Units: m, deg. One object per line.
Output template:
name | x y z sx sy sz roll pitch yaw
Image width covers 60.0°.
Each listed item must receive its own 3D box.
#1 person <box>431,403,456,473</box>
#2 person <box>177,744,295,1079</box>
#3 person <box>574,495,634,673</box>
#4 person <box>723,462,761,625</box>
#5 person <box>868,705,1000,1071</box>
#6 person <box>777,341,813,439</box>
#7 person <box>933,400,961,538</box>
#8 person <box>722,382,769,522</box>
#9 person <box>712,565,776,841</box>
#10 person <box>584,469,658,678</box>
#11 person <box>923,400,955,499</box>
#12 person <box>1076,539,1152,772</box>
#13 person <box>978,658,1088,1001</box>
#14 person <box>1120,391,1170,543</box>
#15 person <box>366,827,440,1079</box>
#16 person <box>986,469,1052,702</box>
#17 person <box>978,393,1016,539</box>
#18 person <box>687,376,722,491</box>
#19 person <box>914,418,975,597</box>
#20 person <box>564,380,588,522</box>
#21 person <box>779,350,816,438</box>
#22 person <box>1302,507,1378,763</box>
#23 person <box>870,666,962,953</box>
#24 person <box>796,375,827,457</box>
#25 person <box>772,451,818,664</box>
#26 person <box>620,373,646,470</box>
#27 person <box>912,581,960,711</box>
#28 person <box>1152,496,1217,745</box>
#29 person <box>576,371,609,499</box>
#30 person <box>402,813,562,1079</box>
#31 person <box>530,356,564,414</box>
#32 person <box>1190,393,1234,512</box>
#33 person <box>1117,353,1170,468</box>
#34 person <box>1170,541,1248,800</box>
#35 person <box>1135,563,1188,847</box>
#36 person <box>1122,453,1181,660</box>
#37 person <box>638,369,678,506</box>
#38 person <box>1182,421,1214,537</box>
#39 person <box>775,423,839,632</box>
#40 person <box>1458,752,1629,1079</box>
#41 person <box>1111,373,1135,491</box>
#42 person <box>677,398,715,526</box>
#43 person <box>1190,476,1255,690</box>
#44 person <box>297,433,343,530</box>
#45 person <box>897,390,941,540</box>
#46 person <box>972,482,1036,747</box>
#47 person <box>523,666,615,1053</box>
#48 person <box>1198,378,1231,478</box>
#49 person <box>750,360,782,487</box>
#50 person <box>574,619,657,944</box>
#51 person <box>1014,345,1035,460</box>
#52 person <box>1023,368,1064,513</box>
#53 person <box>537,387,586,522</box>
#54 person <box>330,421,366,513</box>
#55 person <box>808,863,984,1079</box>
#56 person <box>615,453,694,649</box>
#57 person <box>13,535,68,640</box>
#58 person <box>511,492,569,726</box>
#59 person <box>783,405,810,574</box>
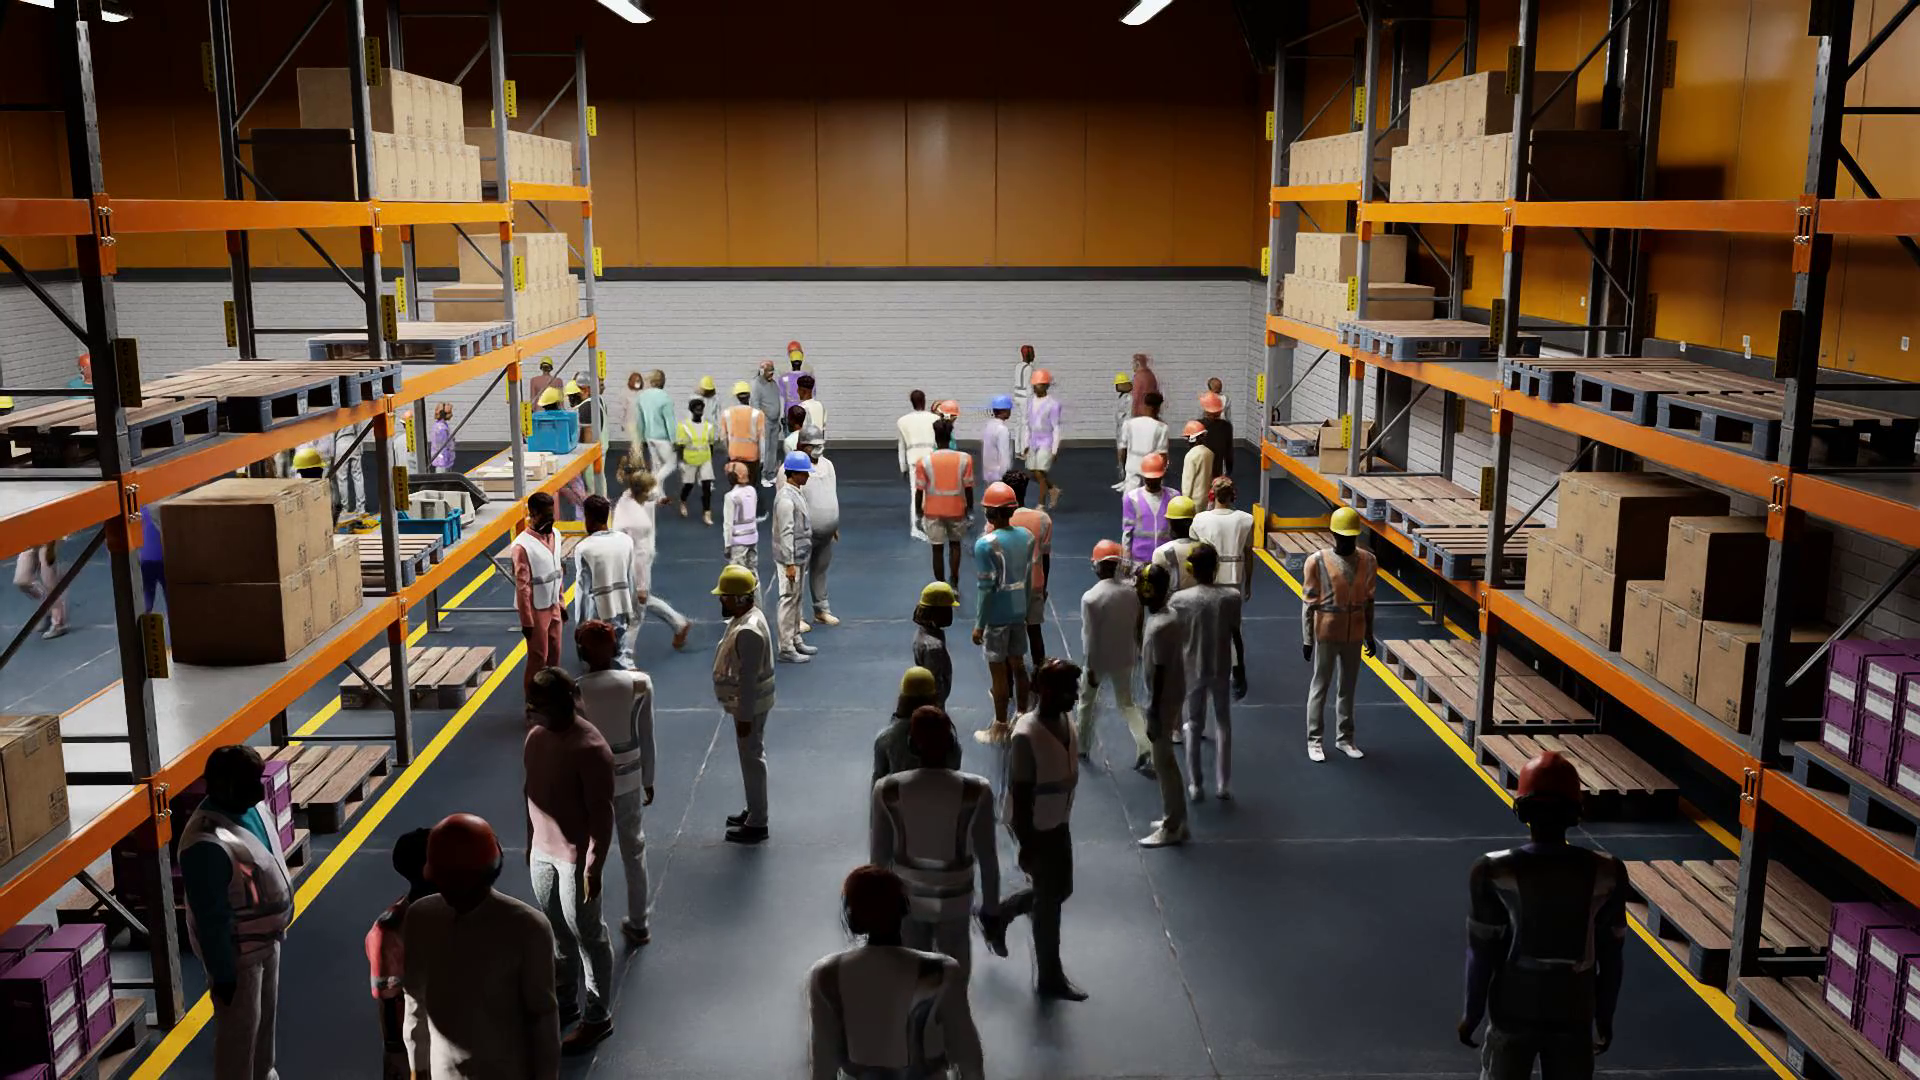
person | -6.668 -0.967 21.518 0.319 1.631 0.524 -5 12 -22
person | -3.139 1.770 7.296 0.429 1.833 0.634 -1 11 -4
person | -2.768 0.594 13.000 0.410 1.908 0.598 7 13 30
person | -2.169 0.033 16.505 0.316 1.630 0.523 6 13 26
person | -0.125 1.684 7.629 0.623 1.862 0.581 1 11 4
person | -2.691 -2.267 27.169 0.629 1.972 0.675 -2 11 -11
person | -0.163 -0.888 20.844 0.349 1.740 0.574 -3 12 -14
person | -2.777 -1.118 21.660 0.582 1.880 0.885 1 11 6
person | -1.414 1.057 10.895 0.404 1.824 0.586 -2 11 -11
person | -2.919 0.319 14.408 0.662 1.894 0.683 -4 12 -20
person | -0.288 -1.010 21.709 0.522 1.638 0.311 -7 13 -31
person | 1.116 0.843 12.229 0.559 1.714 0.799 -7 13 -30
person | 0.389 1.487 8.741 0.638 1.820 0.564 7 13 30
person | 2.216 -0.851 20.225 0.644 1.917 0.934 4 12 18
person | -2.126 1.958 6.678 0.318 1.695 0.540 5 12 22
person | 0.487 0.379 13.958 0.602 1.957 0.385 -6 13 -26
person | 0.475 -0.775 19.772 0.429 1.936 0.630 -4 12 -18
person | -3.787 -1.596 24.530 0.513 1.680 0.886 -6 13 -29
person | -0.176 -0.309 17.392 0.634 1.951 0.507 -2 11 -9
person | -4.914 -1.103 21.485 0.391 1.915 0.593 4 12 17
person | -2.529 -1.990 25.924 0.588 1.918 0.392 -3 12 -12
person | 2.838 0.701 12.403 0.596 1.925 0.372 -3 12 -14
person | -0.244 1.544 8.820 0.500 1.686 0.875 1 11 3
person | -1.979 -1.181 21.778 0.371 1.958 0.598 7 13 30
person | -1.507 0.152 15.137 0.413 1.939 0.605 1 11 5
person | -5.043 -1.835 25.996 0.526 1.570 0.904 -7 13 -30
person | -0.177 1.121 10.802 0.356 1.733 0.483 -2 11 -8
person | 1.698 0.613 12.844 0.593 1.925 0.384 -7 13 -30
person | -4.825 -1.171 21.503 0.536 2.000 0.673 0 11 2
person | -1.757 1.935 6.078 0.621 1.986 0.409 3 12 16
person | -6.634 -2.075 26.765 0.535 1.753 0.341 -2 12 -12
person | 3.011 -0.789 19.819 0.649 1.949 0.685 -5 12 -25
person | 2.907 -1.992 26.091 0.940 1.871 0.650 6 13 29
person | 1.706 0.915 11.510 0.548 1.853 0.431 0 11 1
person | 1.300 1.063 10.796 0.369 1.853 0.580 3 12 15
person | 1.755 0.154 15.162 0.550 1.924 0.391 0 11 -2
person | -4.167 -1.392 22.922 0.663 1.921 0.500 8 14 36
person | 2.646 -0.480 18.797 0.348 1.740 0.574 7 13 33
person | -1.427 -0.133 16.298 0.536 2.000 0.677 11 15 42
person | 2.259 1.822 6.514 0.605 2.035 0.392 1 11 3
person | 2.382 -1.583 24.357 0.320 1.732 0.490 -3 12 -15
person | -3.476 -1.053 21.818 0.534 1.675 0.685 -6 13 -27
person | 2.229 0.376 14.236 0.566 1.846 0.389 -1 11 -5
person | -7.556 -0.725 19.581 0.567 1.908 0.481 5 12 25
person | -0.465 -0.943 20.869 0.639 1.863 0.985 0 11 2
person | 0.310 0.566 12.785 0.392 2.045 0.608 10 15 42
person | -1.933 1.543 8.166 0.627 1.934 0.370 10 15 42
person | 3.763 -1.582 24.596 0.519 1.632 0.312 -2 12 -12
person | -2.860 -1.729 24.683 0.401 1.894 0.656 5 12 25
person | -1.960 1.360 9.226 0.577 1.879 0.349 -6 13 -26
person | 1.076 -2.264 27.382 0.346 1.882 0.578 -4 12 -19
person | 1.126 -1.279 22.069 0.633 2.030 0.626 -9 14 -38
person | -5.035 -1.021 21.153 0.710 1.880 0.616 1 11 3
person | -8.260 -1.186 22.347 0.320 1.737 0.485 10 15 41
person | -0.247 2.052 5.901 0.597 1.824 1.023 4 12 20
person | -2.918 0.148 15.232 0.848 1.906 0.648 -5 12 -23
person | -8.812 0.051 15.922 0.570 1.829 0.452 5 12 23
person | -3.323 0.556 13.196 0.409 1.907 0.598 3 12 15
person | -1.796 -0.571 18.801 0.390 1.920 0.587 6 13 28
